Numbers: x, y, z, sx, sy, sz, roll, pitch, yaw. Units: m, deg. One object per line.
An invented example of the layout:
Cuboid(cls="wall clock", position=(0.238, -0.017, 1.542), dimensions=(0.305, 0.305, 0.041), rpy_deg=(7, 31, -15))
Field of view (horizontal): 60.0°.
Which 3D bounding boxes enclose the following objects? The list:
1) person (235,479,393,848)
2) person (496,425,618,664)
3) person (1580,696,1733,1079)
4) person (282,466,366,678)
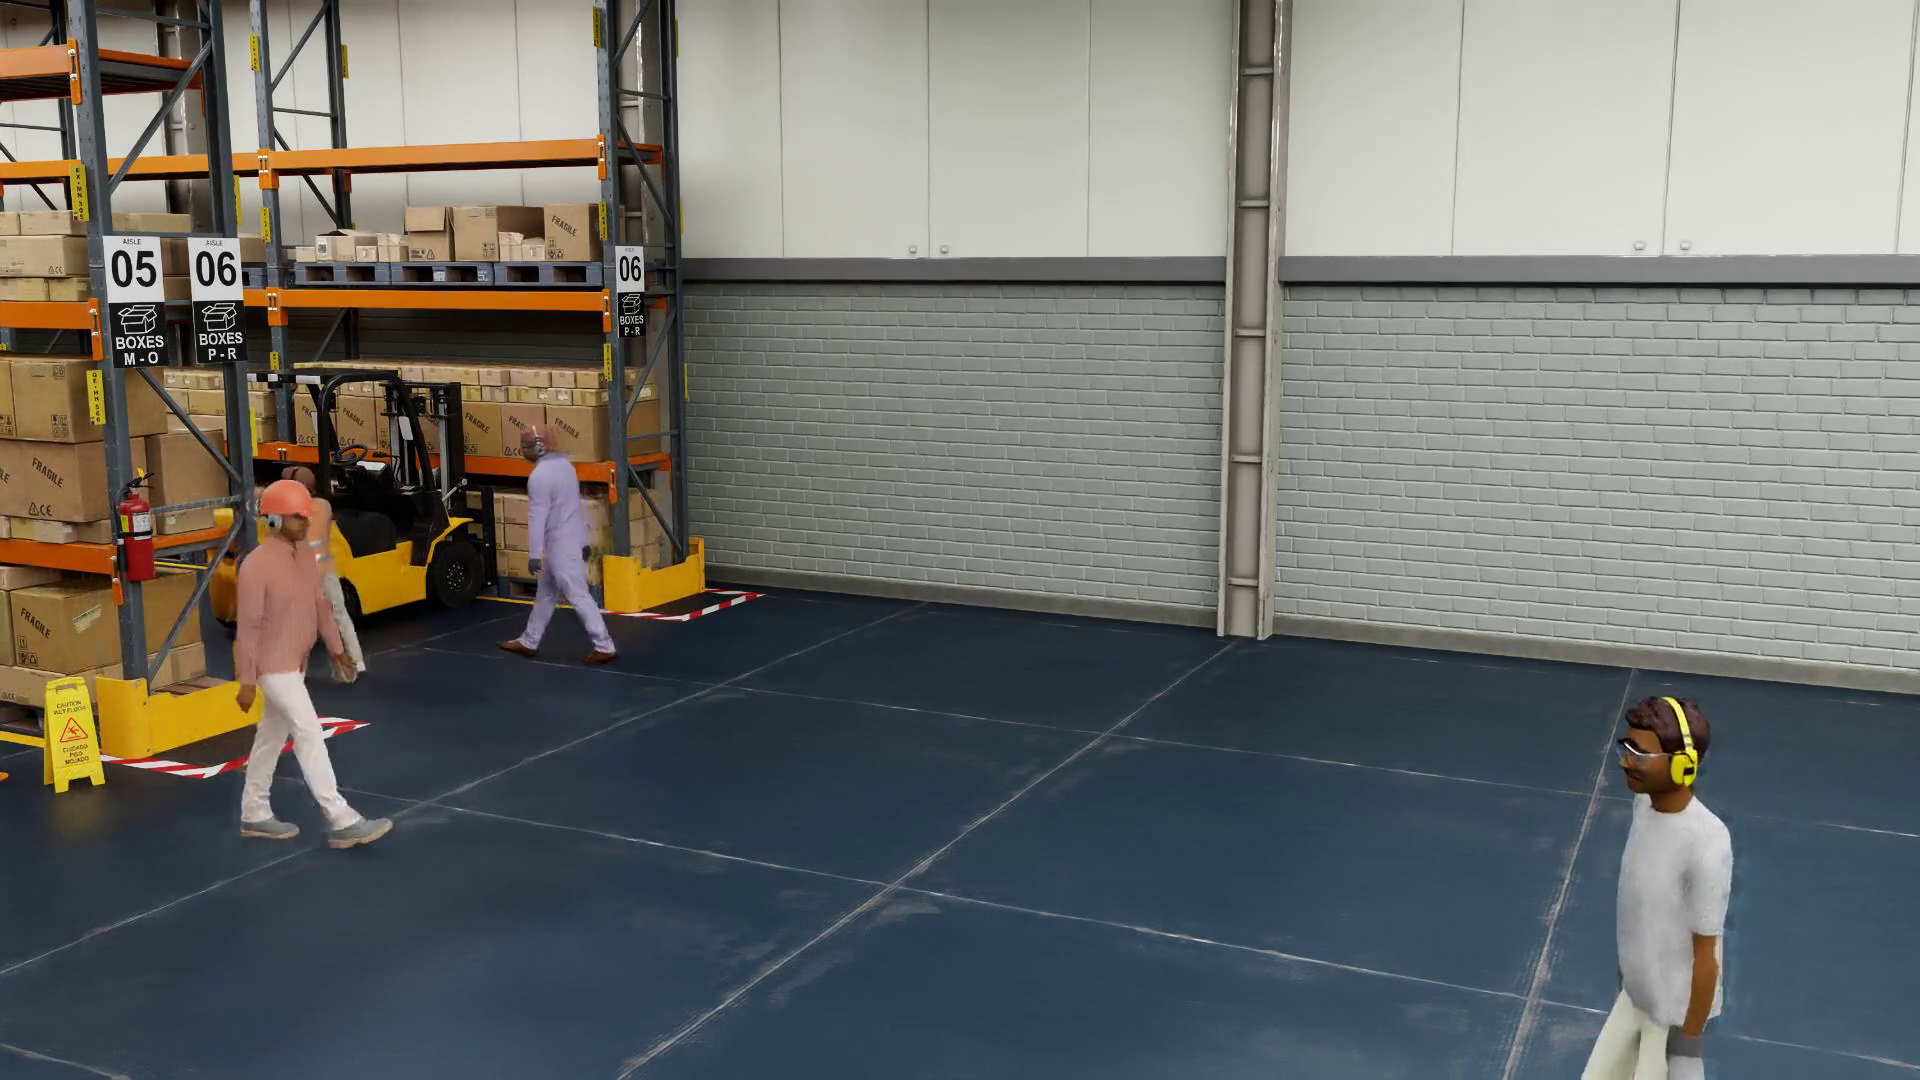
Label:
Cuboid(cls="person", position=(-3.418, 0.652, 8.729), dimensions=(0.981, 1.944, 0.614), rpy_deg=(0, 9, 1))
Cuboid(cls="person", position=(-3.101, 0.045, 12.742), dimensions=(1.014, 1.854, 0.674), rpy_deg=(0, 9, 2))
Cuboid(cls="person", position=(2.017, 1.342, 4.759), dimensions=(0.458, 1.853, 0.554), rpy_deg=(0, 9, 0))
Cuboid(cls="person", position=(-4.796, 0.244, 12.291), dimensions=(0.874, 1.596, 0.507), rpy_deg=(4, 10, 24))
